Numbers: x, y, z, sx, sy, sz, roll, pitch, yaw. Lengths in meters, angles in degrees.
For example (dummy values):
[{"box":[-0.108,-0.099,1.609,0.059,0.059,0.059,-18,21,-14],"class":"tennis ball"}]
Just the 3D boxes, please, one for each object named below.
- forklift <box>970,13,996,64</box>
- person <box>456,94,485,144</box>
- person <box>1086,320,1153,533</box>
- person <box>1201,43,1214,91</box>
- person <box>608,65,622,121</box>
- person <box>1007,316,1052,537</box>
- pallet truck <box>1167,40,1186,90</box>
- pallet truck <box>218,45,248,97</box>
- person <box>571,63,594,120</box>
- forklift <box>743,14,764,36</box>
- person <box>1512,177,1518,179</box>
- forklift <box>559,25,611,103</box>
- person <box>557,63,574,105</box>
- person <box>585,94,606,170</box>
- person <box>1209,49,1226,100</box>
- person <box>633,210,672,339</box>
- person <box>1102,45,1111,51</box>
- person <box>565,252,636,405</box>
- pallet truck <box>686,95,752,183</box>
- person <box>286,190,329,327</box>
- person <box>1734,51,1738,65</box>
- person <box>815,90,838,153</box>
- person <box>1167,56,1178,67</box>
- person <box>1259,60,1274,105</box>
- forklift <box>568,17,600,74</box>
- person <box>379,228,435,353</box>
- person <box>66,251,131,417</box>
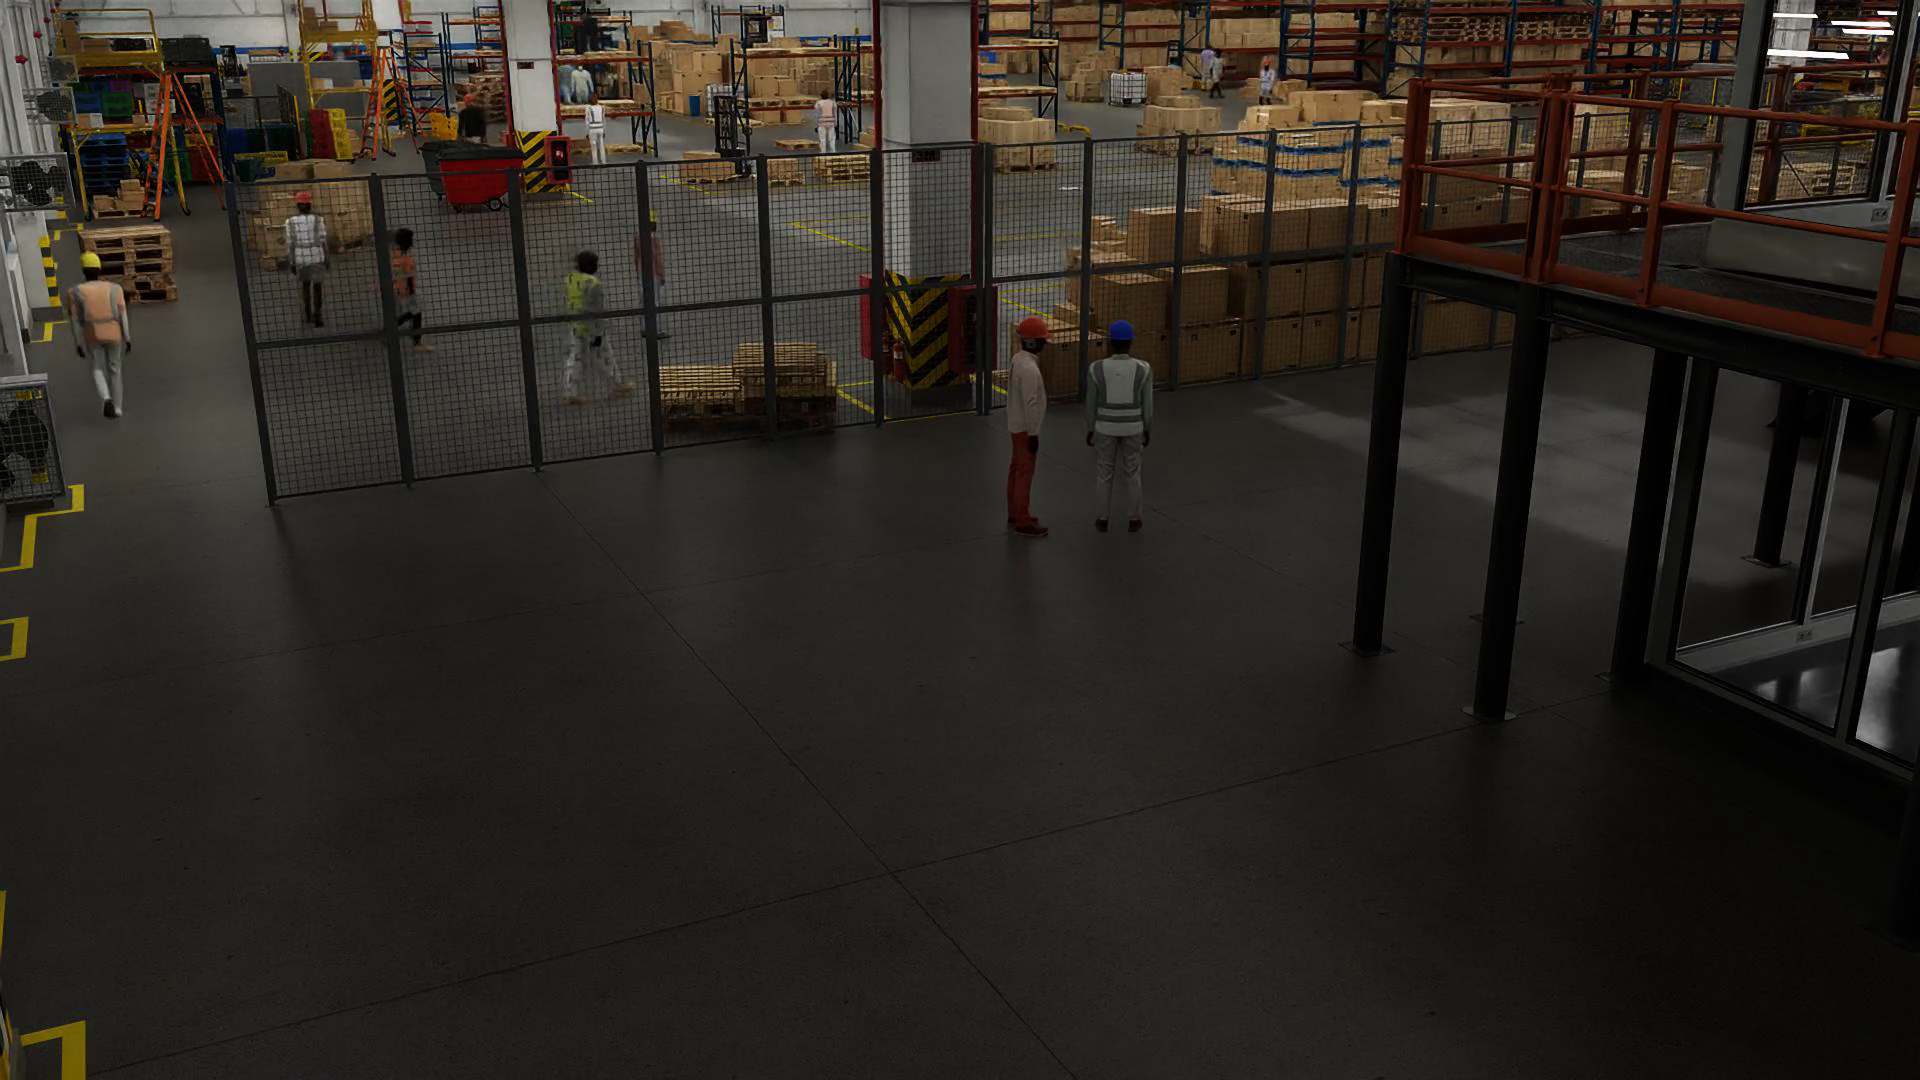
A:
[{"box":[0.882,-23.716,79.418,1.129,2.768,1.873,-9,21,-25],"class":"forklift"},{"box":[-12.017,-9.885,40.705,0.618,1.957,0.868,8,21,23],"class":"person"},{"box":[1.437,-1.013,15.026,0.602,1.940,0.402,2,19,5],"class":"person"},{"box":[10.232,-19.532,68.713,0.372,1.940,0.629,-17,26,-41],"class":"person"},{"box":[-11.485,-14.870,55.360,0.467,1.824,0.537,9,21,24],"class":"person"},{"box":[0.616,-1.028,14.987,0.395,1.993,0.614,-3,19,-9],"class":"person"},{"box":[9.045,-19.971,69.895,0.823,1.965,1.885,-3,19,-8],"class":"pallet truck"},{"box":[-28.879,-18.665,66.111,0.823,1.965,1.885,-3,19,-9],"class":"pallet truck"},{"box":[-12.683,-15.088,55.900,0.738,1.880,0.954,-3,19,-10],"class":"person"},{"box":[-9.687,-23.327,78.290,1.129,2.768,1.873,-9,21,-25],"class":"forklift"},{"box":[8.483,-4.674,25.746,0.534,1.869,0.311,-6,20,-16],"class":"person"},{"box":[-14.229,-17.863,62.452,1.873,2.768,1.129,-9,21,-25],"class":"forklift"},{"box":[-13.942,-16.106,58.855,0.647,1.895,1.015,-17,25,-41],"class":"person"},{"box":[-9.229,-10.337,42.160,0.351,1.878,0.568,16,25,39],"class":"person"},{"box":[10.007,-18.041,64.440,0.600,1.894,1.014,-12,23,-32],"class":"person"},{"box":[-4.271,-3.663,22.981,0.523,1.762,0.329,15,24,37],"class":"person"},{"box":[7.102,-23.643,80.579,0.479,1.977,0.639,-8,21,-22],"class":"person"},{"box":[-4.326,-2.506,19.573,0.638,1.792,0.954,15,24,36],"class":"person"},{"box":[-5.836,-9.608,39.856,0.823,1.965,1.885,10,22,27],"class":"pallet truck"},{"box":[-9.303,-4.041,23.848,0.542,1.905,0.769,-4,19,-10],"class":"person"},{"box":[33.333,-20.254,71.346,0.886,1.586,0.495,17,26,41],"class":"person"},{"box":[-3.544,-10.939,43.957,0.620,1.838,0.429,-7,20,-18],"class":"person"},{"box":[8.128,-17.651,63.675,0.535,1.668,0.797,-5,20,-15],"class":"person"},{"box":[10.464,-15.478,57.022,0.567,1.886,0.968,11,22,30],"class":"person"},{"box":[-16.088,-21.343,72.540,1.873,2.768,1.129,-12,22,-31],"class":"forklift"},{"box":[-7.381,-3.276,21.988,0.620,1.674,0.533,-12,22,-30],"class":"person"},{"box":[-9.699,-2.301,18.806,0.593,1.911,0.559,-12,22,-30],"class":"person"}]
